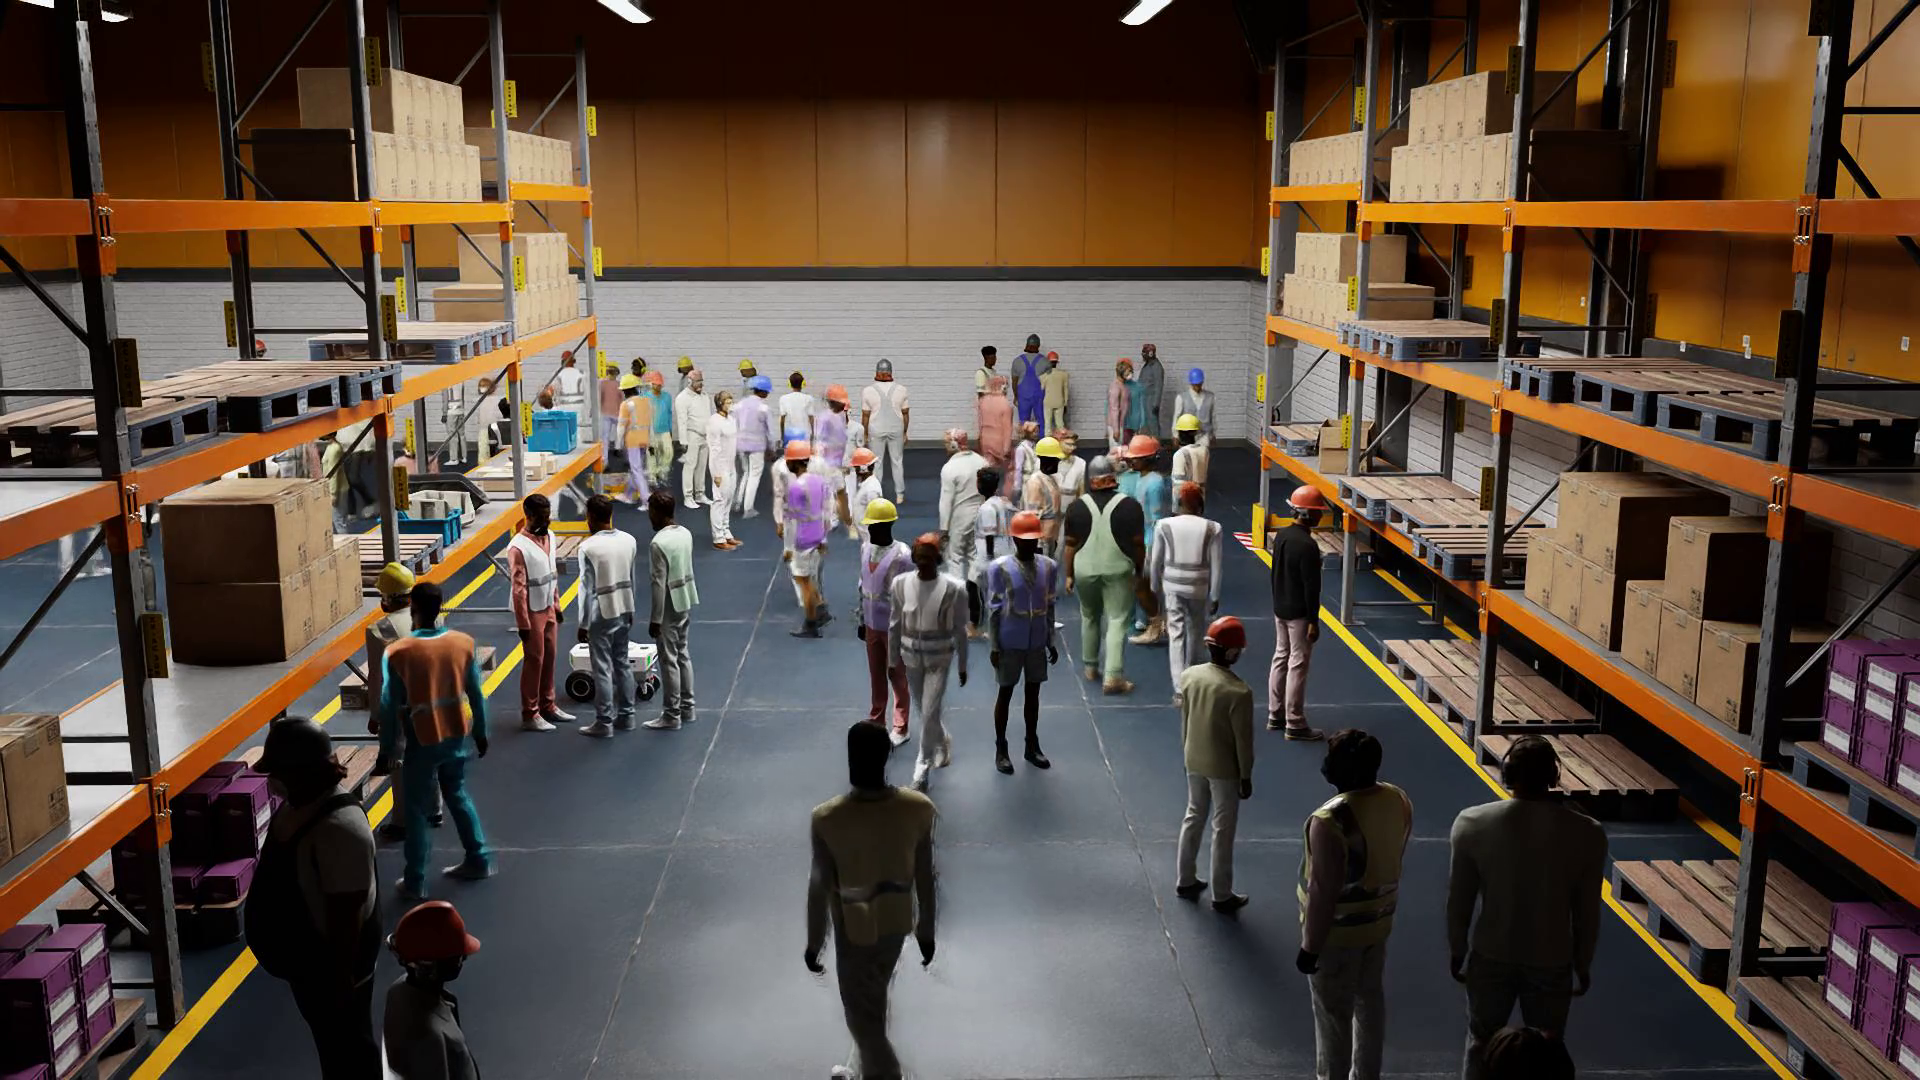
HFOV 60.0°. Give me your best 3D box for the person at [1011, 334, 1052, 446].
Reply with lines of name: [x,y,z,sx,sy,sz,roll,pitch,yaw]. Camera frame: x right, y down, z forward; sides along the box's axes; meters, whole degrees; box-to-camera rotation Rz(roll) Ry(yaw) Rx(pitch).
person: [1.212,-2.425,27.793,0.684,2.000,0.535,2,11,11]

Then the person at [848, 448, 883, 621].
person: [-0.940,-0.060,16.673,0.339,1.745,0.561,-2,11,-9]

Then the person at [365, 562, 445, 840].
person: [-3.641,1.046,10.901,0.403,1.837,0.591,7,13,31]

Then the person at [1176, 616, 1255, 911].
person: [1.538,1.305,9.843,0.367,1.741,0.561,-8,14,-35]

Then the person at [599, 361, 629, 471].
person: [-5.486,-1.979,26.381,0.522,1.710,0.887,1,11,6]

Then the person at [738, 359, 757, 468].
person: [-3.368,-2.013,26.504,0.323,1.737,0.483,-1,11,-4]

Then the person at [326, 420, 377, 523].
person: [-8.007,-1.185,21.760,0.678,1.971,0.512,4,12,21]

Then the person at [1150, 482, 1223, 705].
person: [1.910,0.414,14.070,0.595,1.832,0.980,1,11,7]

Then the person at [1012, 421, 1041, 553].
person: [0.903,-0.600,19.721,0.681,1.616,0.519,4,12,20]

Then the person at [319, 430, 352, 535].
person: [-7.201,-0.555,19.136,0.339,1.761,0.524,-3,12,-16]

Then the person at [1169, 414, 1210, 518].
person: [2.438,-0.394,17.889,0.367,1.926,0.594,9,14,38]

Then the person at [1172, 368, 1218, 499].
person: [3.328,-1.528,23.662,0.656,1.903,0.897,0,11,-2]

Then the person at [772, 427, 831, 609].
person: [-1.617,-0.220,17.064,0.610,1.915,0.468,-2,12,-12]

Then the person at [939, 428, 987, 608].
person: [0.004,-0.206,17.028,0.396,1.898,0.649,9,15,39]

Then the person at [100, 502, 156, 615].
person: [-8.439,-0.144,16.840,0.397,1.847,0.564,8,14,35]

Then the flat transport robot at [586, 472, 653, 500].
flat transport robot: [-4.925,-0.790,24.046,0.652,0.197,1.431,-5,12,-25]

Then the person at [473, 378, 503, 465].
person: [-7.085,-1.657,25.069,0.500,1.592,0.853,1,11,5]

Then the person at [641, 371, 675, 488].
person: [-4.447,-1.616,24.502,0.590,1.731,0.519,-10,15,-41]

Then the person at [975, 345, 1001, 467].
person: [0.447,-2.102,26.359,0.367,1.966,0.605,4,12,20]

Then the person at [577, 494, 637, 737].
person: [-2.749,0.590,13.020,0.410,1.908,0.598,6,13,30]

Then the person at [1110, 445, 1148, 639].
person: [1.647,0.026,15.948,0.683,1.885,0.438,-9,14,-38]

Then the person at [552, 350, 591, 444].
person: [-6.189,-2.107,26.621,0.609,1.871,0.431,-1,11,-6]

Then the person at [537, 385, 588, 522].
person: [-5.228,-1.125,21.754,0.713,1.862,0.622,-8,14,-36]

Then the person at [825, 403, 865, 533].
person: [-1.491,-0.948,21.106,0.560,1.752,0.324,2,12,11]

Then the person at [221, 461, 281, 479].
person: [-7.191,-0.166,16.979,0.561,1.838,0.388,-6,13,-29]

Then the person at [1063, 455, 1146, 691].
person: [1.229,0.260,14.326,0.700,2.000,0.769,3,12,14]

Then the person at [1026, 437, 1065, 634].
person: [0.834,-0.044,16.139,0.371,1.925,0.595,4,12,18]

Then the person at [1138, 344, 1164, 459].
person: [3.109,-2.281,27.408,0.401,1.906,0.649,-3,12,-13]

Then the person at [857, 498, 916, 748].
person: [-0.584,0.629,12.765,0.591,1.927,0.366,11,16,44]

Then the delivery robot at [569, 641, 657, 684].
delivery robot: [-2.920,1.011,14.067,0.707,0.478,0.477,0,11,2]

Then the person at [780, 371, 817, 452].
person: [-2.245,-1.408,23.111,0.519,1.876,0.331,1,11,7]
